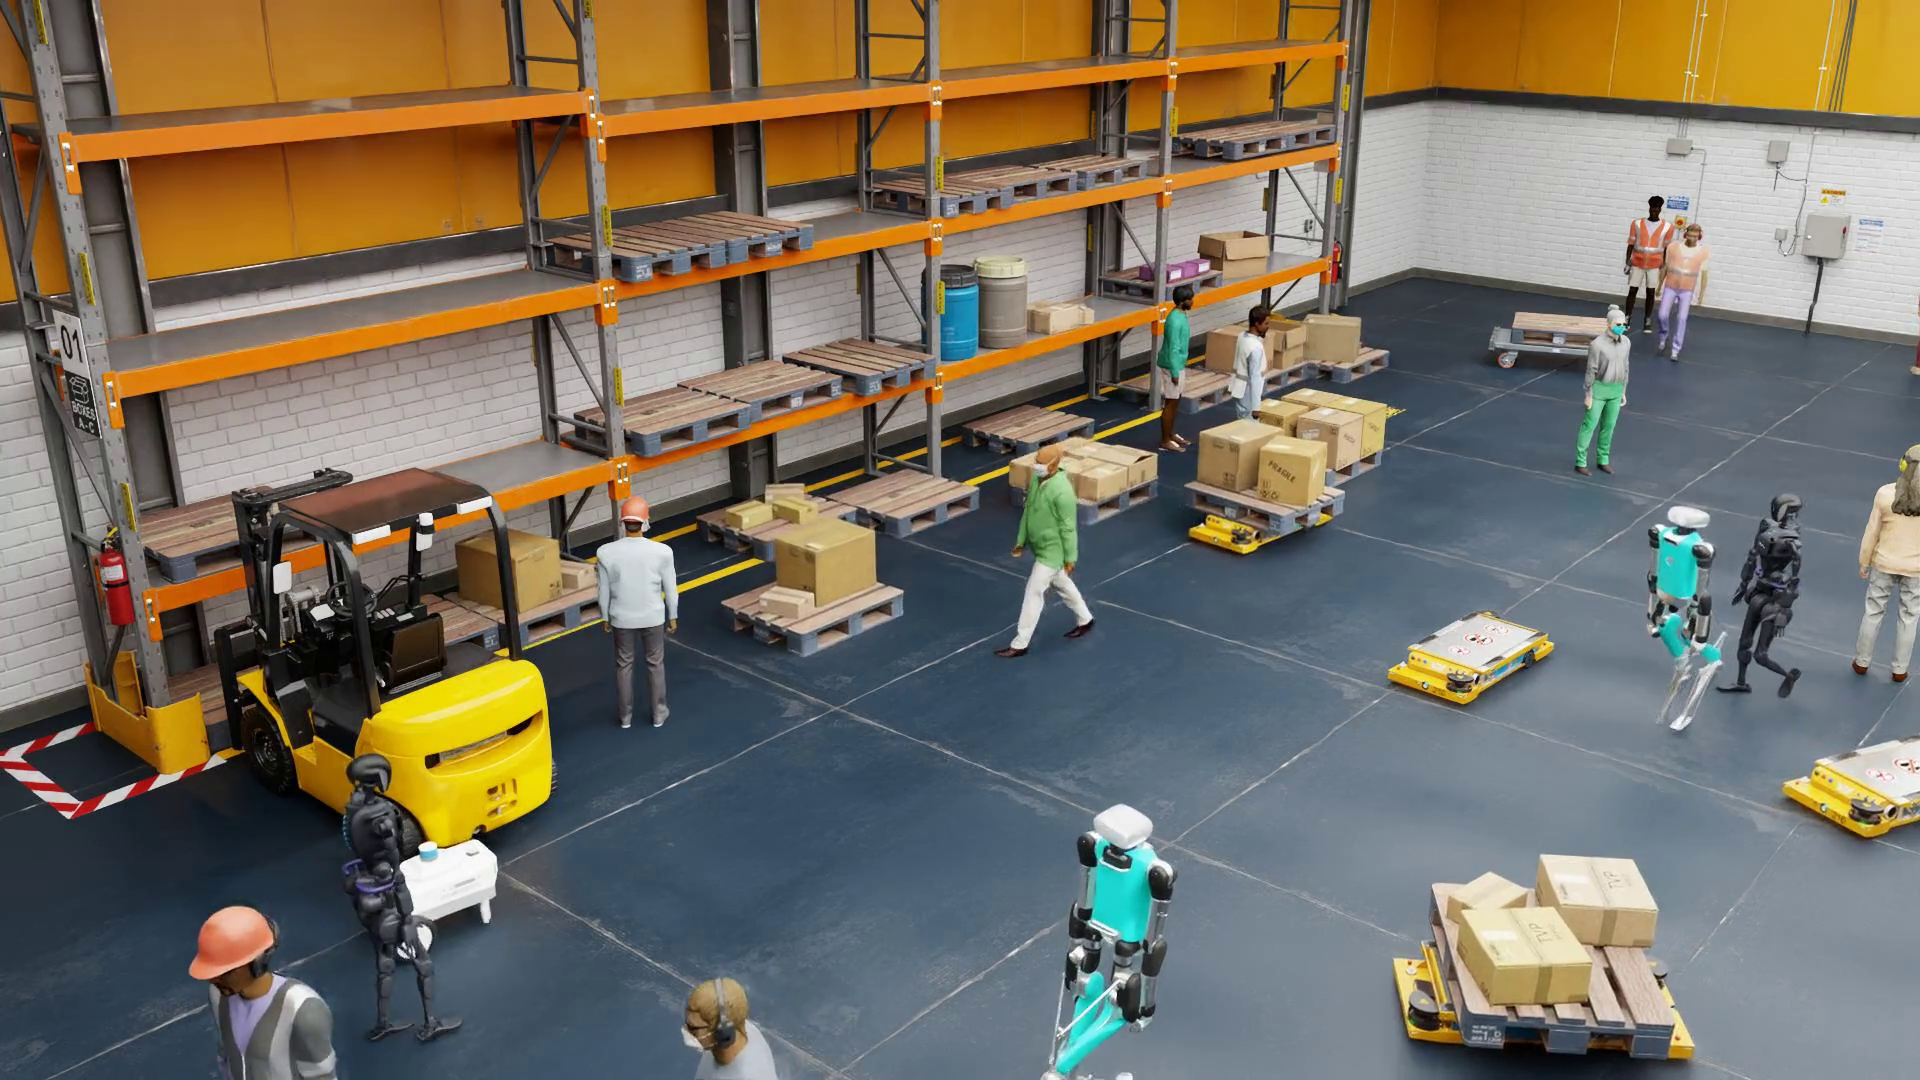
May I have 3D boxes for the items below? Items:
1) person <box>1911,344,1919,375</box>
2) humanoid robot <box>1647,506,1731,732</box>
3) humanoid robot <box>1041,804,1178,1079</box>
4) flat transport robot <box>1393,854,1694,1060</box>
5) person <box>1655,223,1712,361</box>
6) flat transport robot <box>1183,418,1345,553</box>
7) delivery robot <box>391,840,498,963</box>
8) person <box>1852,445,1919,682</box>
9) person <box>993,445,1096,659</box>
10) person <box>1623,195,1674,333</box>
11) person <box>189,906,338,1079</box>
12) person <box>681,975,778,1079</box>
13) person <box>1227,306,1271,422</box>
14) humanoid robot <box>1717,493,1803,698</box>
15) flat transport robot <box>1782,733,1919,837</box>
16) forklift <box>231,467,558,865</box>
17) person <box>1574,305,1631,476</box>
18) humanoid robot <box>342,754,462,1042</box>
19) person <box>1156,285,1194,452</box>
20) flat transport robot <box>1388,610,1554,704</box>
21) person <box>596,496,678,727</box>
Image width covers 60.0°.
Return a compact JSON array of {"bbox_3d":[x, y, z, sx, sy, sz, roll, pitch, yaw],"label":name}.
[{"bbox_3d":[12.652,-2.952,21.408,0.363,1.757,0.601,-16,26,-37],"label":"person"},{"bbox_3d":[5.243,0.597,11.859,0.770,1.809,0.530,-9,22,-22],"label":"humanoid robot"},{"bbox_3d":[0.570,2.131,7.681,0.535,1.743,1.018,19,27,41],"label":"humanoid robot"},{"bbox_3d":[3.092,2.457,8.894,1.431,0.231,0.659,2,20,6],"label":"flat transport robot"},{"bbox_3d":[9.709,-3.360,22.402,0.621,1.822,0.723,10,22,25],"label":"person"},{"bbox_3d":[2.917,-0.196,16.081,1.431,0.231,0.659,-18,27,-40],"label":"flat transport robot"},{"bbox_3d":[-3.080,2.040,9.620,0.773,0.601,0.528,-16,26,-37],"label":"delivery robot"},{"bbox_3d":[7.200,0.187,12.743,0.559,1.872,0.393,10,23,26],"label":"person"},{"bbox_3d":[0.726,0.061,13.275,0.973,1.738,0.528,-8,22,-21],"label":"person"},{"bbox_3d":[9.833,-3.954,23.821,0.602,1.962,0.368,9,22,22],"label":"person"},{"bbox_3d":[-2.722,2.341,6.672,0.631,2.023,0.482,10,23,26],"label":"person"},{"bbox_3d":[-0.807,2.499,6.393,0.542,1.924,0.640,-5,21,-12],"label":"person"},{"bbox_3d":[2.985,-1.482,17.206,0.400,1.909,0.598,-2,20,-5],"label":"person"},{"bbox_3d":[6.090,0.415,12.392,0.501,1.640,0.602,-3,21,-9],"label":"humanoid robot"},{"bbox_3d":[6.304,1.630,11.135,1.431,0.231,0.659,-9,22,-22],"label":"flat transport robot"},{"bbox_3d":[-3.730,0.710,10.856,2.313,2.155,1.214,17,26,38],"label":"forklift"},{"bbox_3d":[6.814,-1.582,17.587,0.509,1.838,0.340,-6,21,-16],"label":"person"},{"bbox_3d":[-2.938,1.829,8.573,0.431,1.652,0.611,-17,26,-38],"label":"humanoid robot"},{"bbox_3d":[2.380,-1.910,18.456,0.404,1.843,0.497,5,21,14],"label":"person"},{"bbox_3d":[4.040,0.908,13.092,1.431,0.231,0.659,-19,27,-41],"label":"flat transport robot"},{"bbox_3d":[-2.316,0.524,12.008,0.572,1.738,0.348,-3,20,-8],"label":"person"}]
